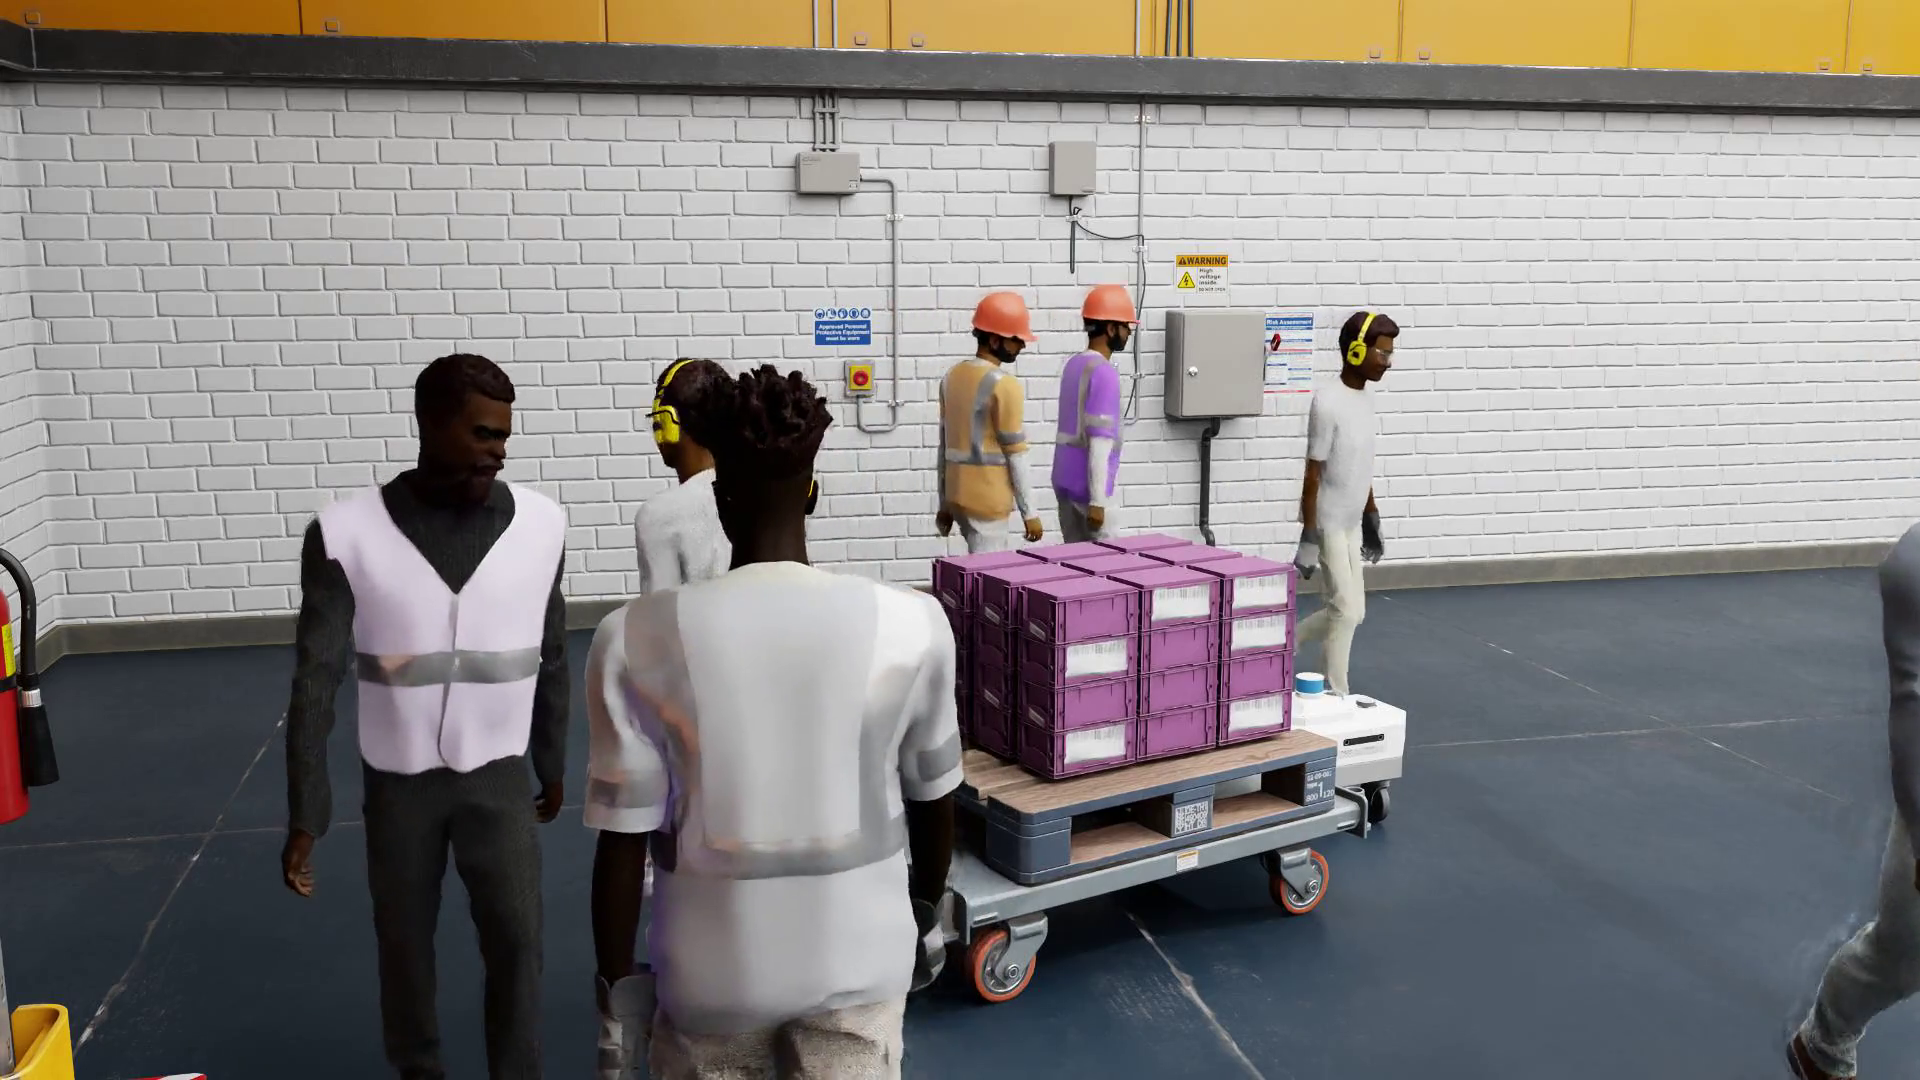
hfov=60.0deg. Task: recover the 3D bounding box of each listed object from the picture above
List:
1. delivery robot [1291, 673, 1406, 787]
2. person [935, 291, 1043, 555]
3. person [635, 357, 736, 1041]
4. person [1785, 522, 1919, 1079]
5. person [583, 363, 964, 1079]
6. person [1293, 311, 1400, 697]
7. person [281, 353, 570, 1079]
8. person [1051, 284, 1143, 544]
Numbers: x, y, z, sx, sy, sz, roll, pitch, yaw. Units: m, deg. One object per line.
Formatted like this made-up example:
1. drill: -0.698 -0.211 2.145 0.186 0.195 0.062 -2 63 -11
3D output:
1. delivery robot: 1.267 0.727 6.059 0.707 0.478 0.477 -5 11 -24
2. person: 0.145 -0.172 7.546 0.535 1.903 0.551 -5 12 -27
3. person: -0.628 0.473 4.158 0.480 1.841 0.557 5 11 27
4. person: 2.183 0.566 3.548 0.617 1.891 1.044 0 10 -1
5. person: -0.308 0.666 2.849 0.621 1.920 0.932 -2 10 -9
6. person: 1.543 -0.059 7.098 0.647 1.844 0.558 7 12 33
7. person: -1.132 0.548 3.631 0.666 1.878 0.893 -5 11 -26
8. person: 0.612 -0.264 8.014 0.528 1.921 0.563 -3 11 -18
